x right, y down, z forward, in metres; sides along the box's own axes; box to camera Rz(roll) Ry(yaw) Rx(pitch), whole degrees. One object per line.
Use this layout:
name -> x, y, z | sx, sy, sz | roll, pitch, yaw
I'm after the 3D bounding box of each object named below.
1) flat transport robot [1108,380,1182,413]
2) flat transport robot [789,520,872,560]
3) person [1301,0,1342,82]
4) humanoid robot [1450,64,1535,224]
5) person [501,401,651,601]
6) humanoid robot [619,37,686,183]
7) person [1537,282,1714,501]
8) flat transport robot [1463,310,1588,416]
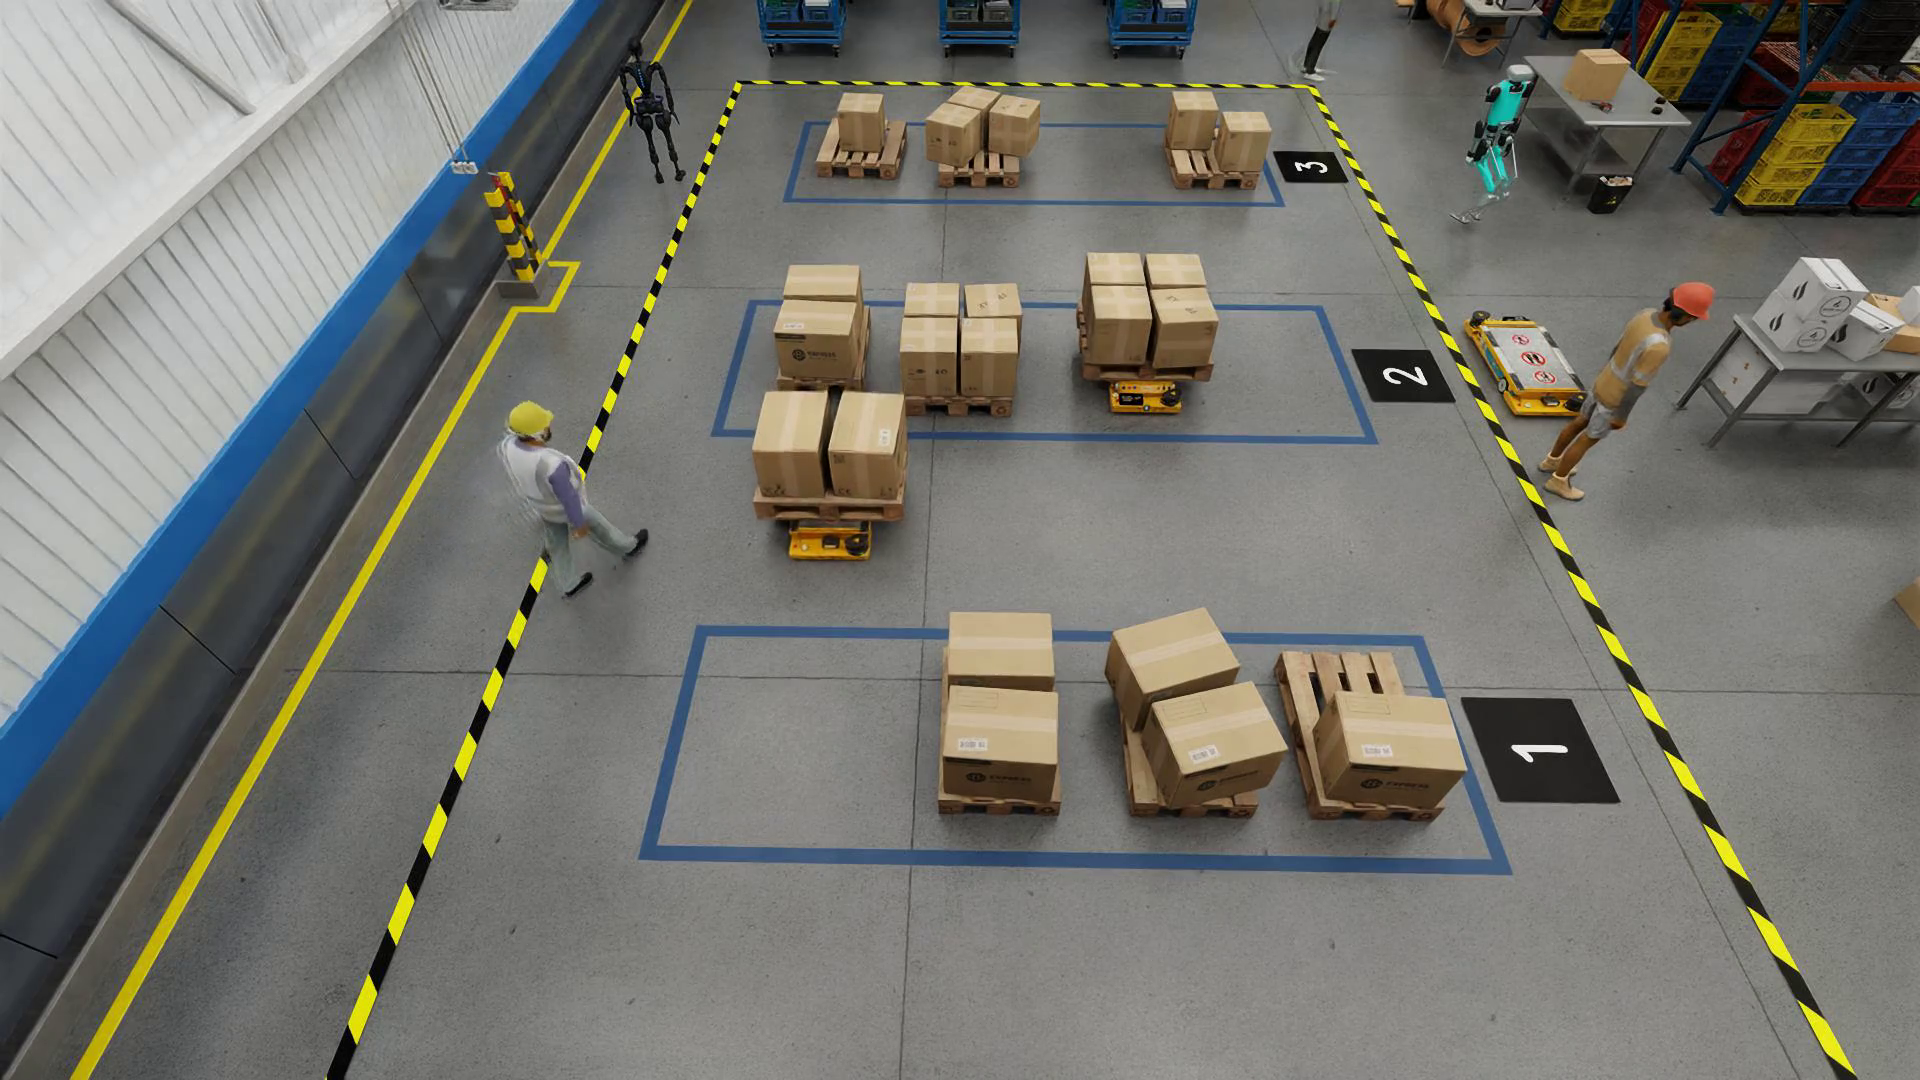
flat transport robot -> 1.773, -1.807, 9.079 | 0.652, 0.197, 1.431 | 1, 49, 1
flat transport robot -> -1.058, -0.434, 7.891 | 0.652, 0.197, 1.431 | 1, 49, 1
person -> 5.291, -7.544, 13.015 | 0.398, 1.850, 0.596 | 5, 49, 4
humanoid robot -> 6.022, -4.308, 10.202 | 0.533, 1.677, 0.735 | -11, 50, -10
person -> -2.894, -0.354, 6.823 | 0.609, 1.788, 0.886 | 23, 53, 19
humanoid robot -> -3.733, -5.173, 11.071 | 0.599, 1.655, 0.315 | -7, 49, -6
person -> 5.325, -1.186, 7.395 | 0.394, 2.033, 0.604 | 13, 50, 11
flat transport robot -> 5.573, -1.757, 9.054 | 0.659, 0.231, 1.431 | 1, 49, 1
